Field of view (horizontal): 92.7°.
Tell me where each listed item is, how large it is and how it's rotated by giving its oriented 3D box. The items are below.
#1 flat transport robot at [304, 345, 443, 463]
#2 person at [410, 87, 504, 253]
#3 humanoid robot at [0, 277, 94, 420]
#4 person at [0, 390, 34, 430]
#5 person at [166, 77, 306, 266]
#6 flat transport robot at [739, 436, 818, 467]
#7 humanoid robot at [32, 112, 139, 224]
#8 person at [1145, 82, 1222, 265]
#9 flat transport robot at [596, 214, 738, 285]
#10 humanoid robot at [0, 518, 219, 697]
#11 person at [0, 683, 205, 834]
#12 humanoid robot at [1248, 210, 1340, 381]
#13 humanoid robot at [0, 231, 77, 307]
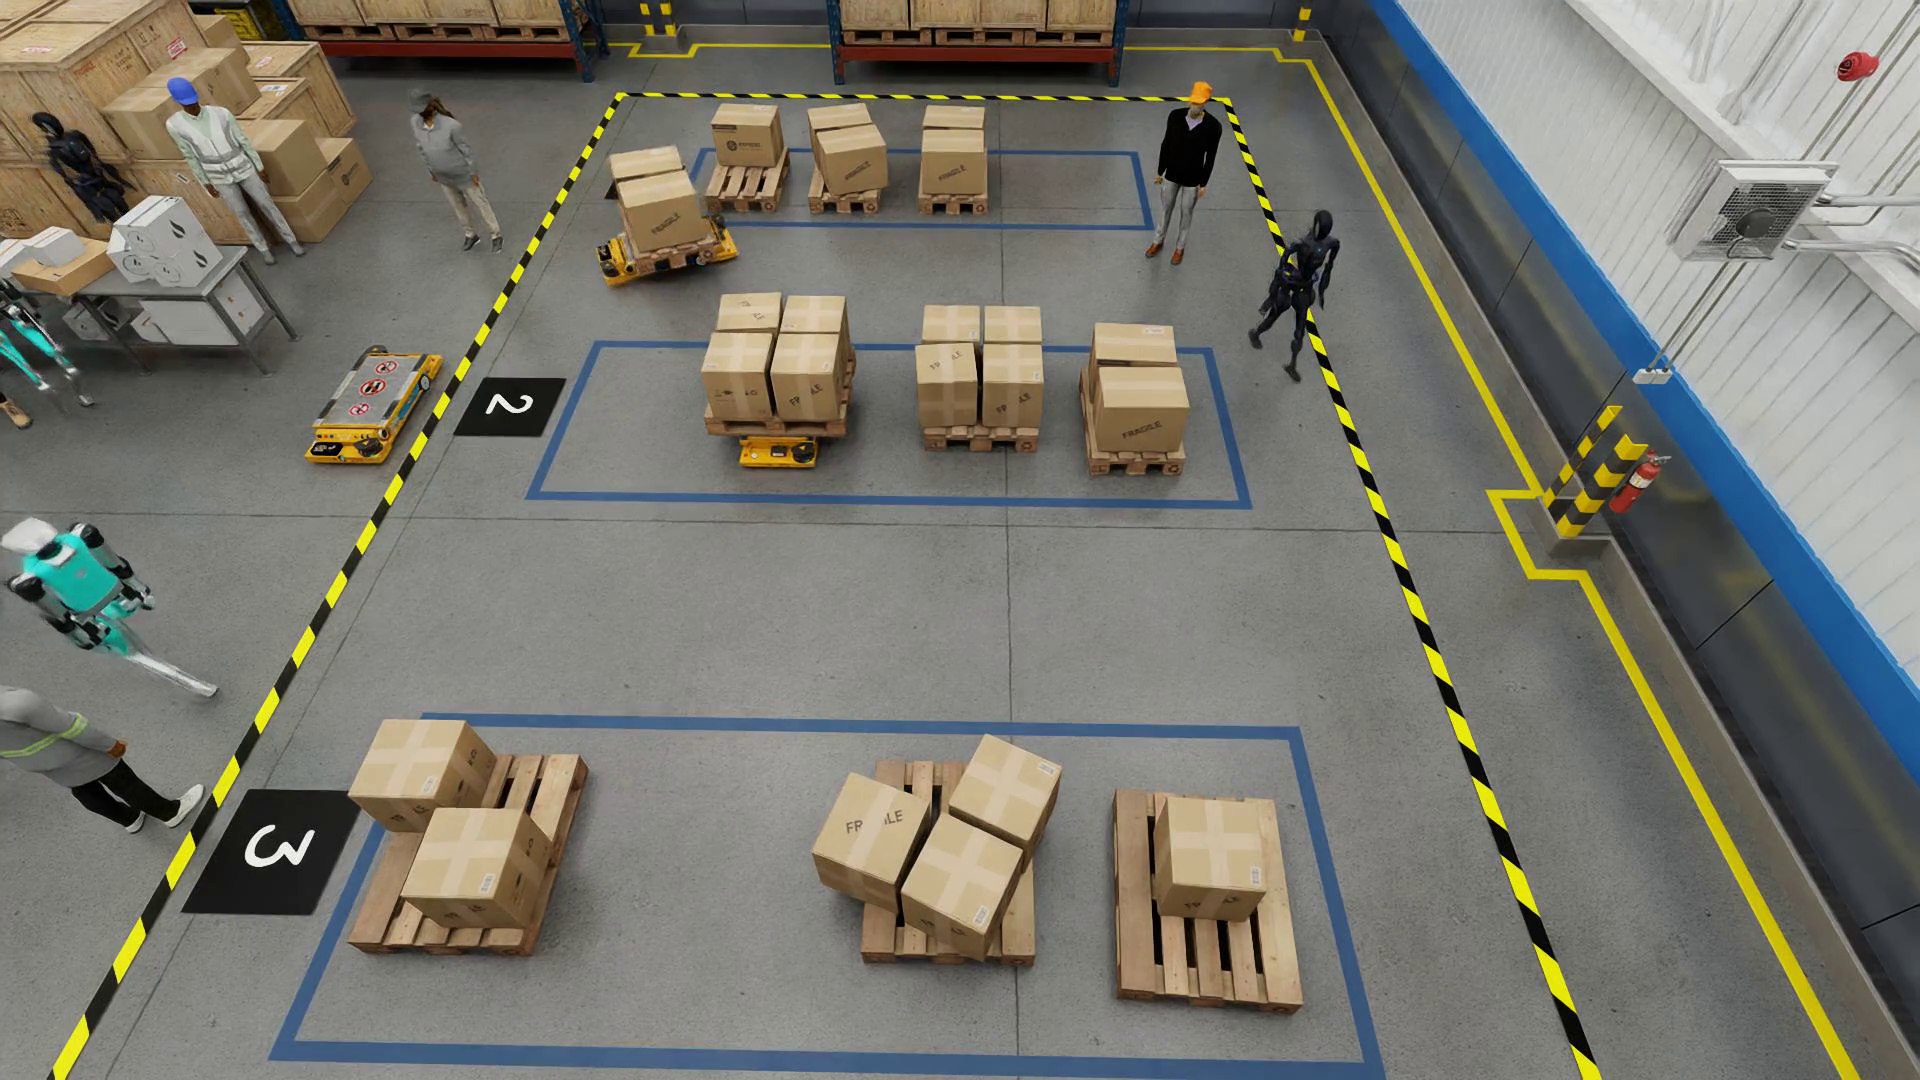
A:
[{"bbox_3d":[-5.383,-1.269,8.441,0.659,0.231,1.431,1,50,1],"label":"flat transport robot"},{"bbox_3d":[-5.336,-3.895,9.681,0.560,1.766,0.399,5,50,4],"label":"person"},{"bbox_3d":[-8.151,-1.739,7.918,0.668,1.858,0.557,29,55,22],"label":"humanoid robot"},{"bbox_3d":[-8.722,-1.658,7.620,0.398,2.035,0.598,29,56,23],"label":"person"},{"bbox_3d":[-7.528,-3.794,9.486,0.602,1.939,0.412,-31,56,-23],"label":"person"},{"bbox_3d":[-1.582,-1.235,8.394,0.652,0.197,1.431,1,50,1],"label":"flat transport robot"},{"bbox_3d":[-8.930,-3.633,9.519,0.374,1.650,0.589,1,50,1],"label":"humanoid robot"},{"bbox_3d":[2.316,-3.782,9.510,0.586,1.884,0.361,24,54,19],"label":"person"},{"bbox_3d":[-3.228,-3.210,10.065,1.431,0.197,0.652,-17,52,-14],"label":"flat transport robot"},{"bbox_3d":[-5.668,0.461,6.003,0.924,1.737,0.535,11,51,9],"label":"humanoid robot"},{"bbox_3d":[-5.232,1.182,5.329,0.596,1.851,0.384,-4,50,-4],"label":"person"},{"bbox_3d":[3.079,-2.301,8.424,0.613,1.630,0.782,-8,50,-7],"label":"humanoid robot"},{"bbox_3d":[-9.432,-2.954,8.918,0.941,1.766,0.548,1,50,1],"label":"humanoid robot"}]
